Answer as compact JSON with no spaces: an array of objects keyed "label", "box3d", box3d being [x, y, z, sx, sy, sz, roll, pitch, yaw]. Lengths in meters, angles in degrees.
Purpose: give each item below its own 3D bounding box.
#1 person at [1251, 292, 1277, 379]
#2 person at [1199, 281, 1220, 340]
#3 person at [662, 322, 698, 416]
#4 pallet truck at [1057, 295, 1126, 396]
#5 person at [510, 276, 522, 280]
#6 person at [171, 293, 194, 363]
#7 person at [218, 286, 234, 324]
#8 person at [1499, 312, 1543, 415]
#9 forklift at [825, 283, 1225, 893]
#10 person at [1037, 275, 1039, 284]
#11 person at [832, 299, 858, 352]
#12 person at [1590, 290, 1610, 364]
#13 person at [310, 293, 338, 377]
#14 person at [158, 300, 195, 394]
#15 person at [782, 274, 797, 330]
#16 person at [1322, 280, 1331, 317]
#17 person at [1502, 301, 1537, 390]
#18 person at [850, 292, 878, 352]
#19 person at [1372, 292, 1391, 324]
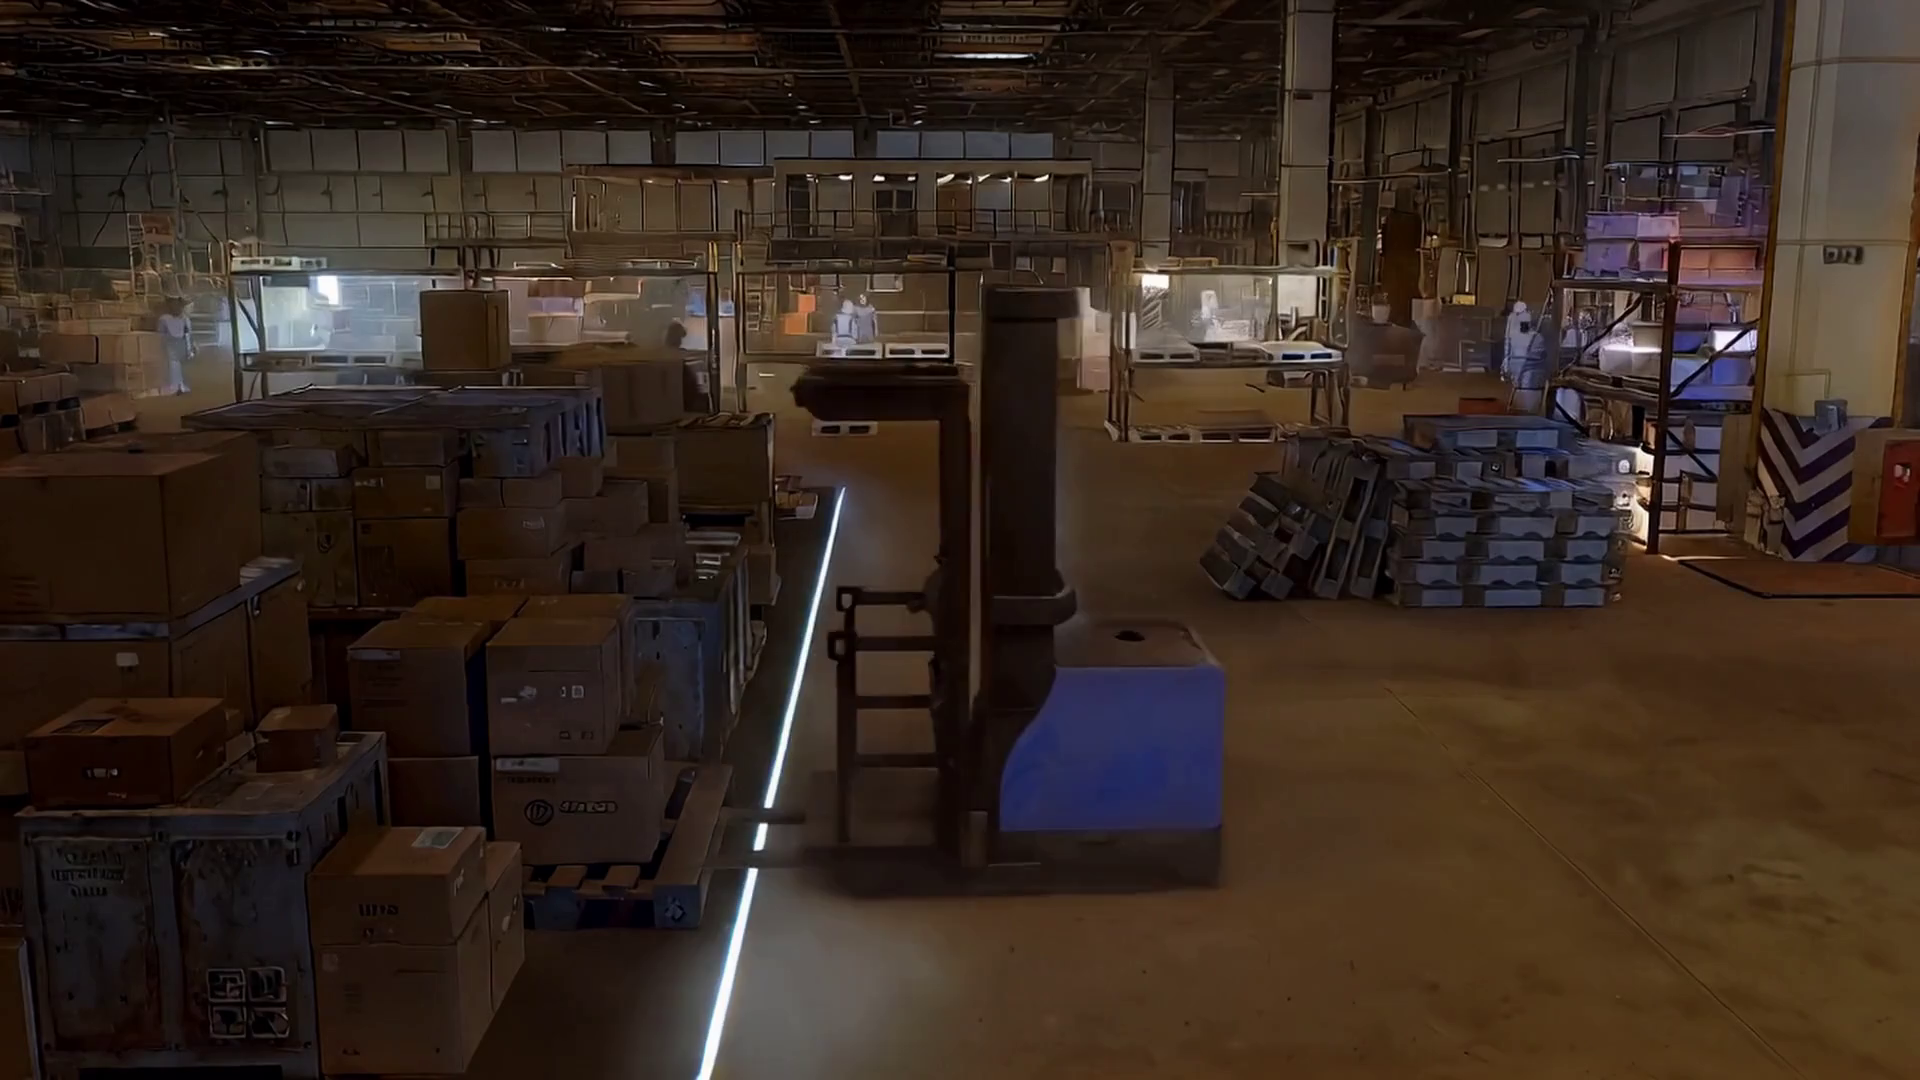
[{"label":"person","box3d":[6.779,-4.548,36.988,0.621,1.914,0.397,4,11,21]},{"label":"person","box3d":[7.811,-7.086,51.427,0.884,1.808,0.653,-6,12,-32]},{"label":"person","box3d":[-3.705,-1.897,21.887,1.037,2.000,0.693,1,10,5]},{"label":"pallet truck","box3d":[2.483,-3.881,33.060,1.885,1.965,0.823,-7,13,-36]},{"label":"person","box3d":[-18.042,-10.014,67.657,0.517,1.842,0.326,-1,10,-4]},{"label":"person","box3d":[-19.397,-5.269,41.461,0.523,1.758,0.375,2,10,9]},{"label":"person","box3d":[-19.854,-5.963,45.043,0.630,1.858,0.628,6,12,30]},{"label":"person","box3d":[9.115,-2.752,27.060,0.604,1.897,0.841,8,13,37]},{"label":"forklift","box3d":[0.292,0.172,8.022,1.873,2.768,1.129,0,10,-2]},{"label":"person","box3d":[2.624,-8.311,58.059,0.575,1.884,0.355,-6,12,-30]},{"label":"person","box3d":[-2.415,-4.005,34.162,0.592,1.855,0.642,6,12,31]},{"label":"person","box3d":[16.015,-5.383,41.432,0.381,1.994,0.622,-2,10,-9]},{"label":"person","box3d":[-14.303,-4.602,37.402,1.052,1.878,0.560,4,11,23]},{"label":"person","box3d":[-15.716,-3.873,33.348,1.078,1.892,0.612,10,14,44]},{"label":"person","box3d":[-5.712,-8.153,57.084,0.808,1.917,0.552,-3,10,-14]},{"label":"person","box3d":[11.014,-7.016,50.843,0.627,1.892,1.019,-1,10,-6]},{"label":"person","box3d":[11.381,-3.948,33.939,0.656,1.813,0.760,6,12,31]},{"label":"person","box3d":[-2.165,-4.637,37.521,0.634,1.910,0.952,1,10,5]},{"label":"person","box3d":[10.007,-4.989,39.644,0.547,1.847,0.596,-3,11,-17]}]
